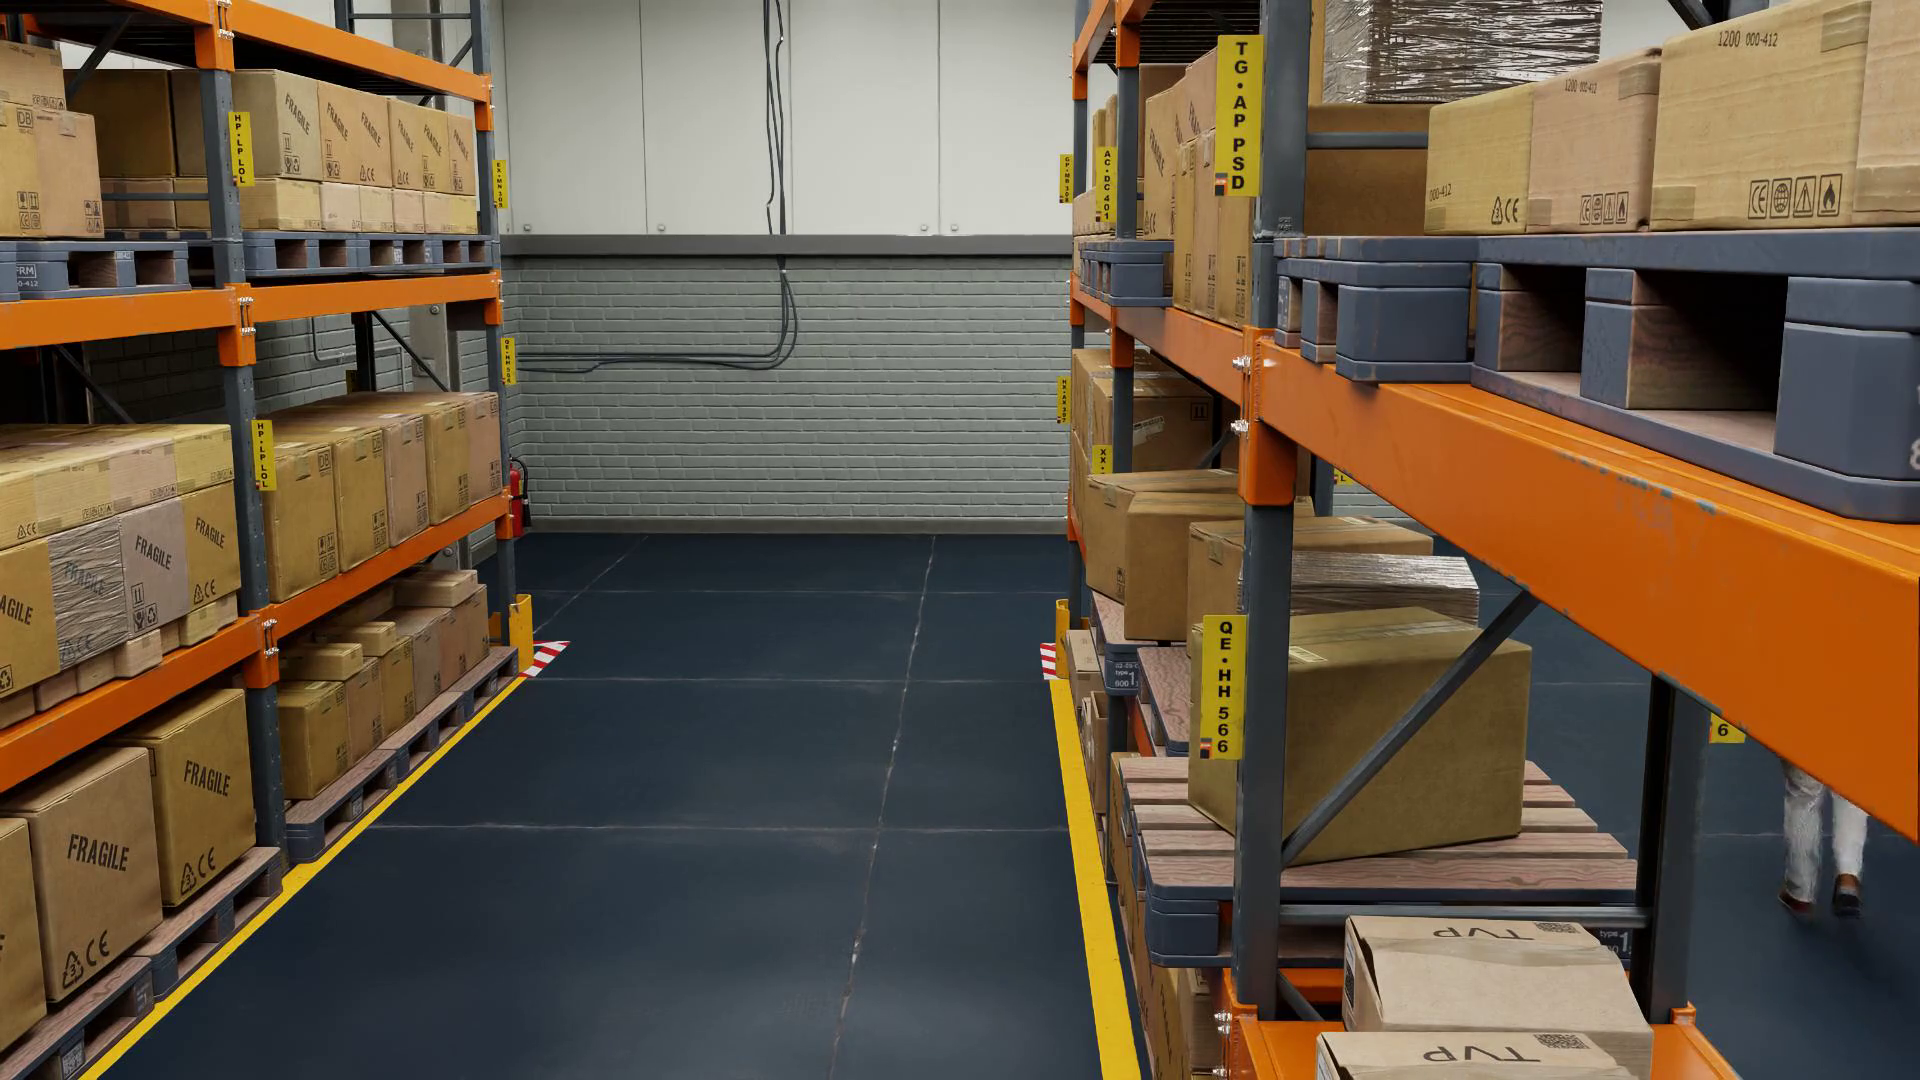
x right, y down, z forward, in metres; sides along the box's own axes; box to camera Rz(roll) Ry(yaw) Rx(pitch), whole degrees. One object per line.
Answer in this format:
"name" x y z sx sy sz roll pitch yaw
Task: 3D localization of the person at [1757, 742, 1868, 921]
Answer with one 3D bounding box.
"person" 3.858 0.772 7.388 0.650 1.928 0.469 2 10 13
